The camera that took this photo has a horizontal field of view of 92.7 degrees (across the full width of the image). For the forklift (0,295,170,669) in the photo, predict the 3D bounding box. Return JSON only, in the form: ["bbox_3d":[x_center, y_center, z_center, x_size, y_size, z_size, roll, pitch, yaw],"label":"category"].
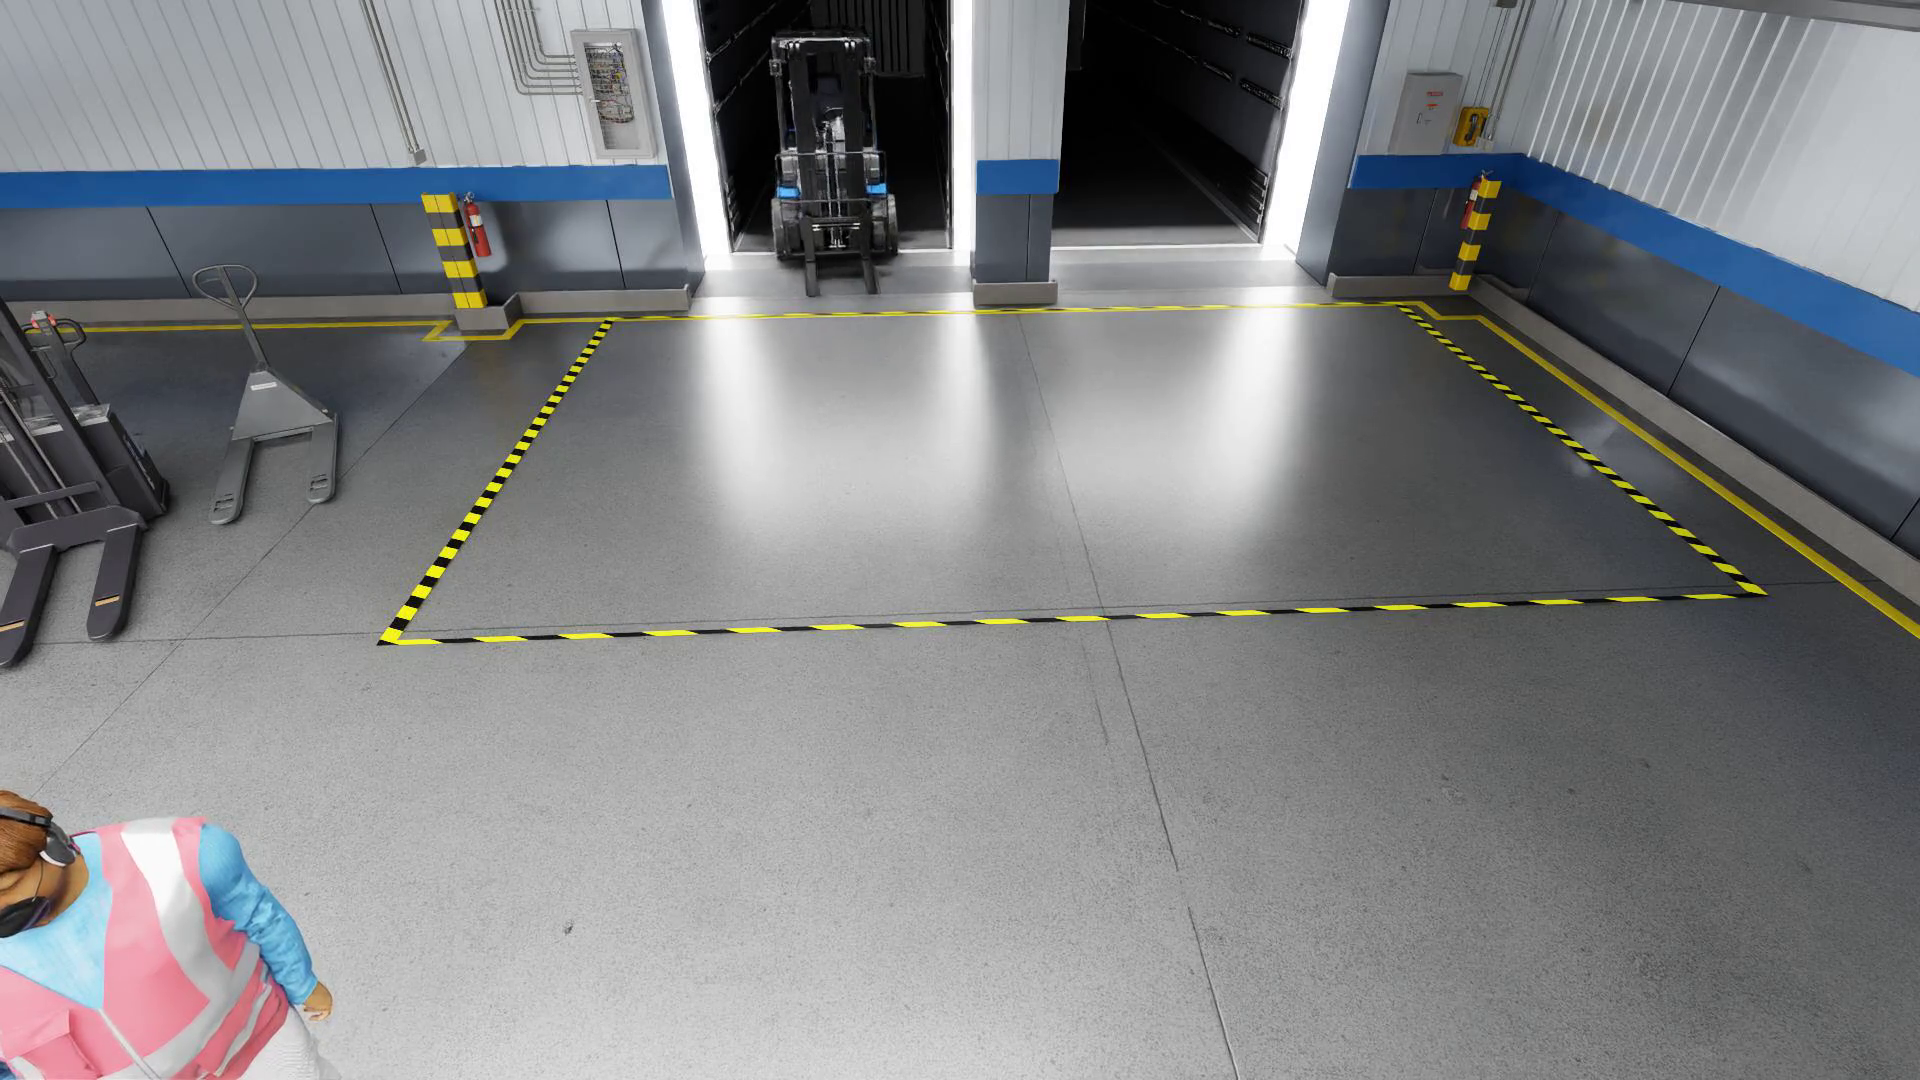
[{"bbox_3d":[-5.212,-0.618,4.878,0.823,1.965,1.885,-20,39,-26],"label":"forklift"}]

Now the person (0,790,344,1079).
[{"bbox_3d":[-1.944,1.277,2.290,0.632,1.841,0.429,-27,43,-33],"label":"person"}]

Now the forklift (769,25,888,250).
[{"bbox_3d":[-1.468,-4.539,10.173,1.157,2.036,2.680,-5,35,-7],"label":"forklift"}]

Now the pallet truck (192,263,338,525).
[{"bbox_3d":[-4.778,-1.027,6.128,0.680,1.201,1.601,-17,38,-23],"label":"pallet truck"}]
